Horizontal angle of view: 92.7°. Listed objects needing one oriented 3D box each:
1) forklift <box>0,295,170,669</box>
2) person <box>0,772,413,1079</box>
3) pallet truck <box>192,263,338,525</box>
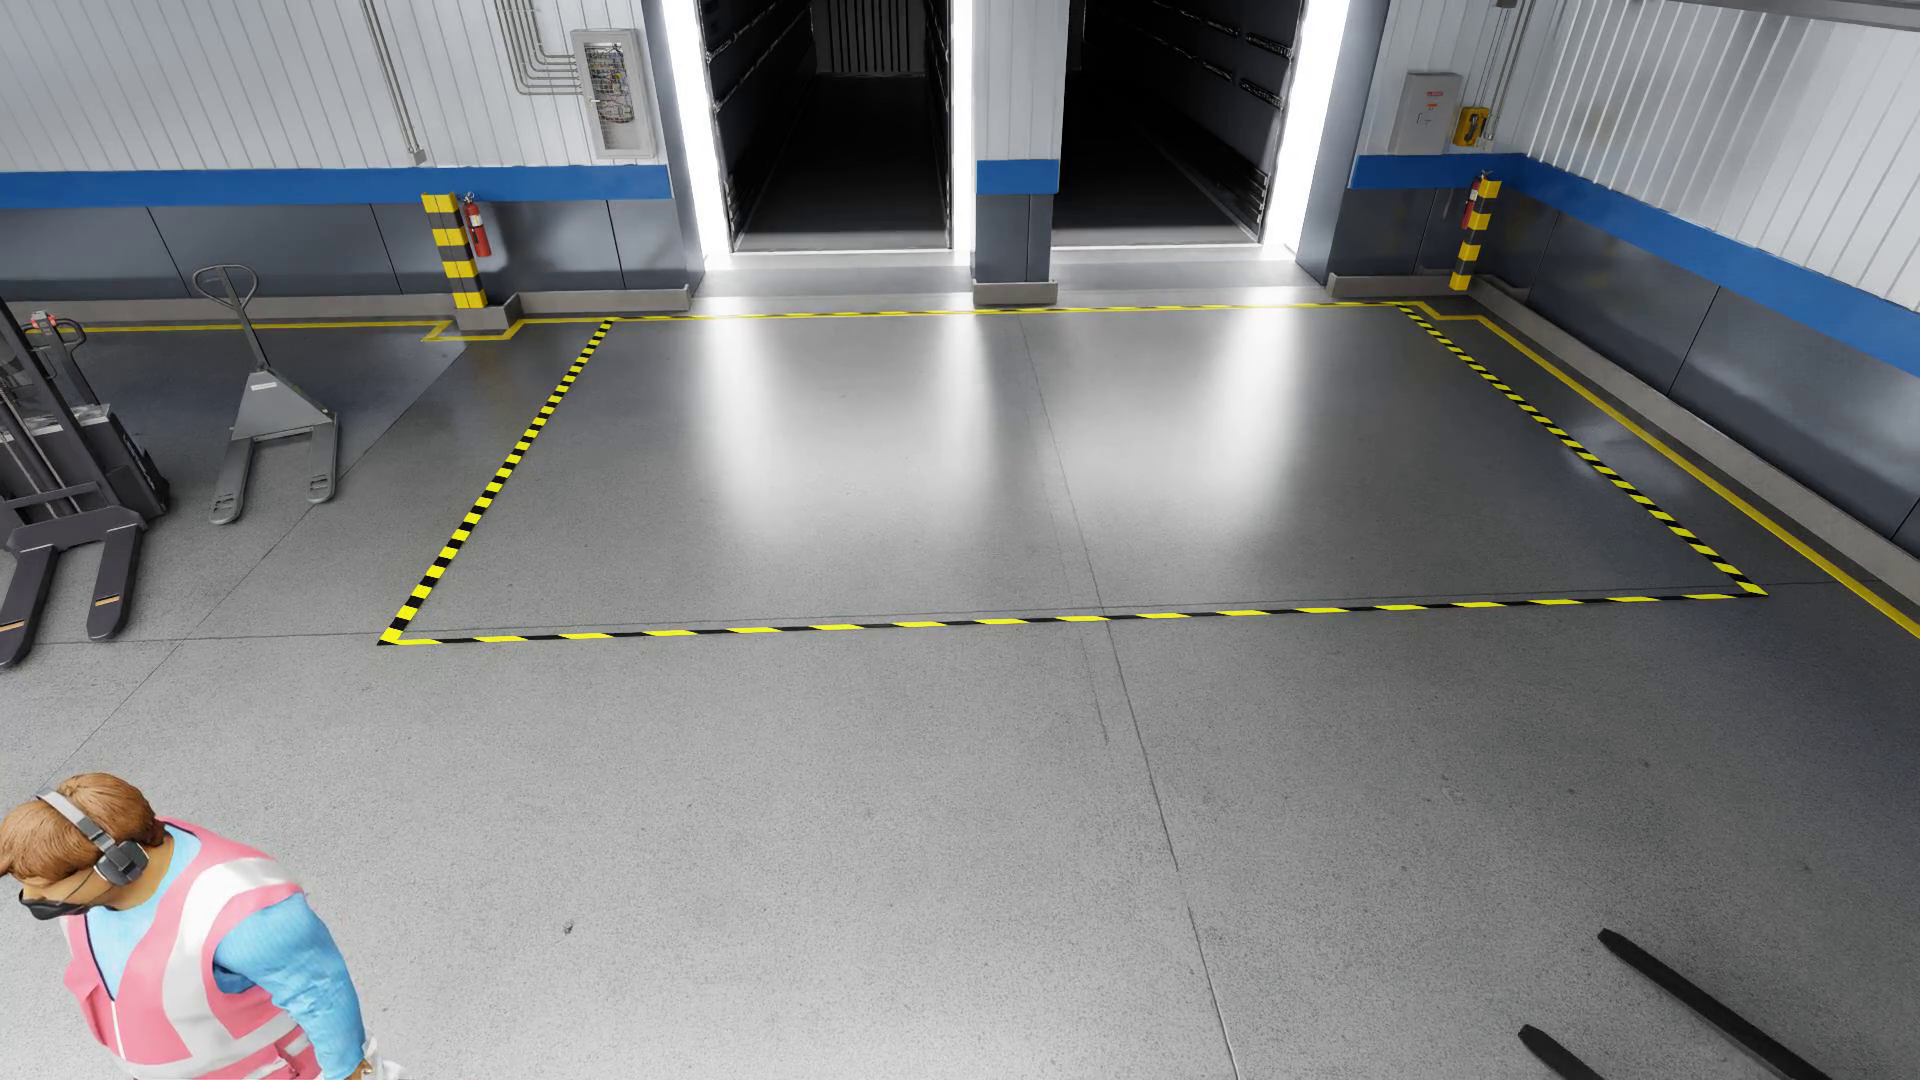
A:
[{"bbox_3d":[-5.212,-0.618,4.878,0.823,1.965,1.885,-20,39,-26],"label":"forklift"},{"bbox_3d":[-1.780,1.250,2.328,0.631,1.841,0.429,11,36,15],"label":"person"},{"bbox_3d":[-4.778,-1.027,6.128,0.680,1.201,1.601,-17,38,-23],"label":"pallet truck"}]
